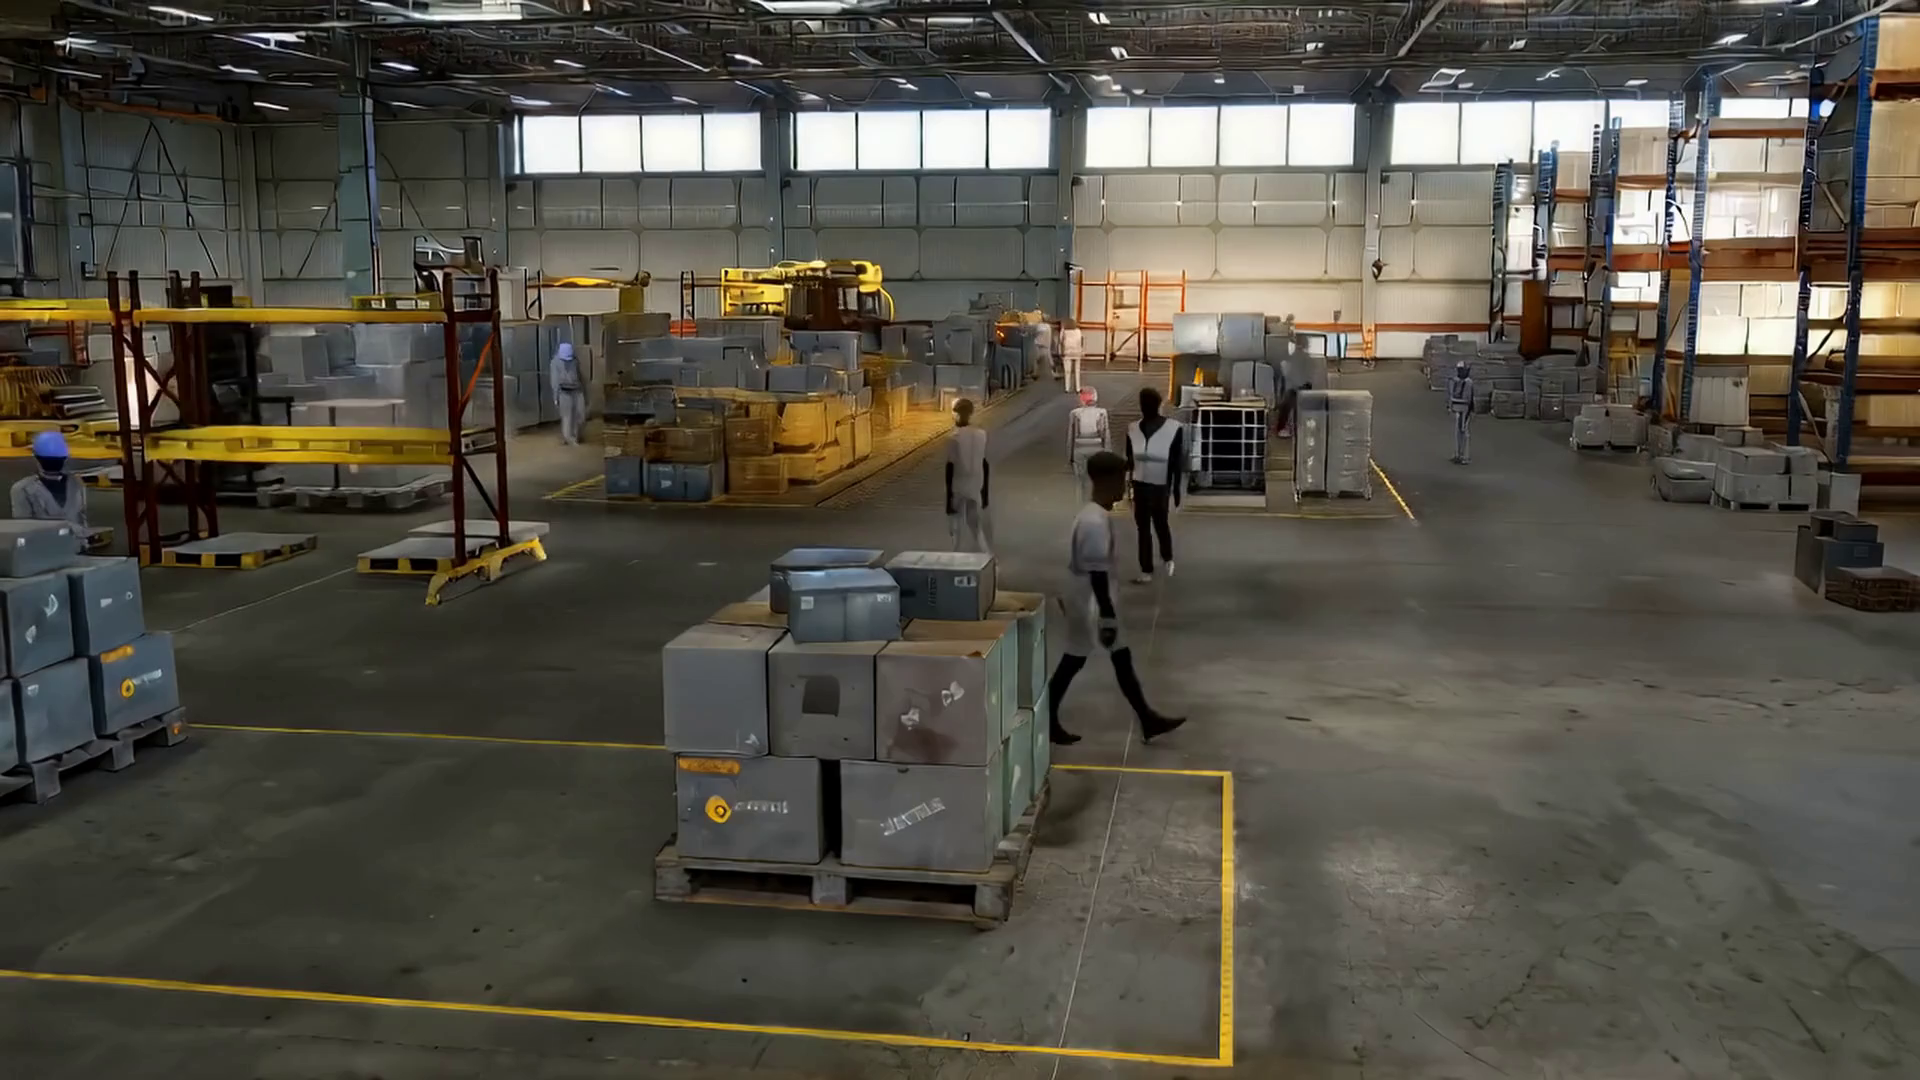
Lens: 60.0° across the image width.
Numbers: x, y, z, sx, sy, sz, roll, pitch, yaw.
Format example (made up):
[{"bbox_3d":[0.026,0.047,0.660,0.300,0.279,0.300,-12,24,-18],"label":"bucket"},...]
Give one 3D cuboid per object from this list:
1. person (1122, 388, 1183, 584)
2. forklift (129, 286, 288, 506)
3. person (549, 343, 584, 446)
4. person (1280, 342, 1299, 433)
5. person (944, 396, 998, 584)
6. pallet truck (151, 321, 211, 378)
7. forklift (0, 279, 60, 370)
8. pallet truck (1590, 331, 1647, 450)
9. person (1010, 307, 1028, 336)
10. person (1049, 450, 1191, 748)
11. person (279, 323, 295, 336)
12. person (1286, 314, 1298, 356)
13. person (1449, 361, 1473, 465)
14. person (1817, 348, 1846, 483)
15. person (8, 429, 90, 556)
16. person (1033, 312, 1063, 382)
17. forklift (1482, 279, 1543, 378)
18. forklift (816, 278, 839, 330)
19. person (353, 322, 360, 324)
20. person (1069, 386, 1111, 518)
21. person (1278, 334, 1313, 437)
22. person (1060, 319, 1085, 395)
[{"bbox_3d":[1.861,-0.525,16.141,0.620,1.905,0.431,6,11,32],"label":"person"},{"bbox_3d":[-9.777,-1.896,21.606,1.873,2.768,1.129,1,9,9],"label":"forklift"},{"bbox_3d":[-6.829,-2.516,28.778,0.629,1.802,0.680,8,12,41],"label":"person"},{"bbox_3d":[6.203,-2.828,31.000,0.532,1.696,0.319,-4,10,-26],"label":"person"},{"bbox_3d":[0.106,-0.440,15.801,0.532,1.849,0.630,-5,11,-29],"label":"person"},{"bbox_3d":[-21.869,-5.598,47.154,0.823,1.965,1.885,4,10,26],"label":"pallet truck"},{"bbox_3d":[-22.574,-4.797,39.502,1.873,2.768,1.129,1,9,9],"label":"forklift"},{"bbox_3d":[11.253,-2.573,28.499,0.823,1.965,1.885,5,10,27],"label":"pallet truck"},{"bbox_3d":[1.635,-5.547,46.847,0.612,1.995,0.382,7,11,36],"label":"person"},{"bbox_3d":[0.939,0.388,10.471,1.017,1.911,0.629,2,9,10],"label":"person"},{"bbox_3d":[-15.010,-3.904,37.108,0.638,1.873,0.896,4,10,23],"label":"person"},{"bbox_3d":[8.708,-5.035,44.034,0.577,1.877,1.016,-3,10,-16],"label":"person"},{"bbox_3d":[7.858,-1.985,26.007,0.315,1.631,0.523,0,9,-3],"label":"person"},{"bbox_3d":[12.478,-1.775,23.760,0.360,1.936,0.552,2,9,10],"label":"person"},{"bbox_3d":[-6.363,0.178,11.728,0.378,1.932,0.551,5,11,29],"label":"person"},{"bbox_3d":[2.342,-5.245,45.310,0.992,1.886,0.645,9,13,44],"label":"person"},{"bbox_3d":[12.857,-4.493,37.624,1.873,2.768,1.129,1,9,9],"label":"forklift"},{"bbox_3d":[-3.343,-5.245,42.263,1.873,2.768,1.129,1,9,9],"label":"forklift"},{"bbox_3d":[-16.096,-5.005,44.494,0.535,1.673,0.685,-6,11,-32],"label":"person"},{"bbox_3d":[1.573,-1.040,20.144,0.514,1.641,0.308,2,10,15],"label":"person"},{"bbox_3d":[6.217,-2.776,30.084,0.661,1.878,1.031,-9,13,-43],"label":"person"},{"bbox_3d":[2.725,-4.442,40.506,0.622,1.844,0.429,-2,9,-13],"label":"person"}]
